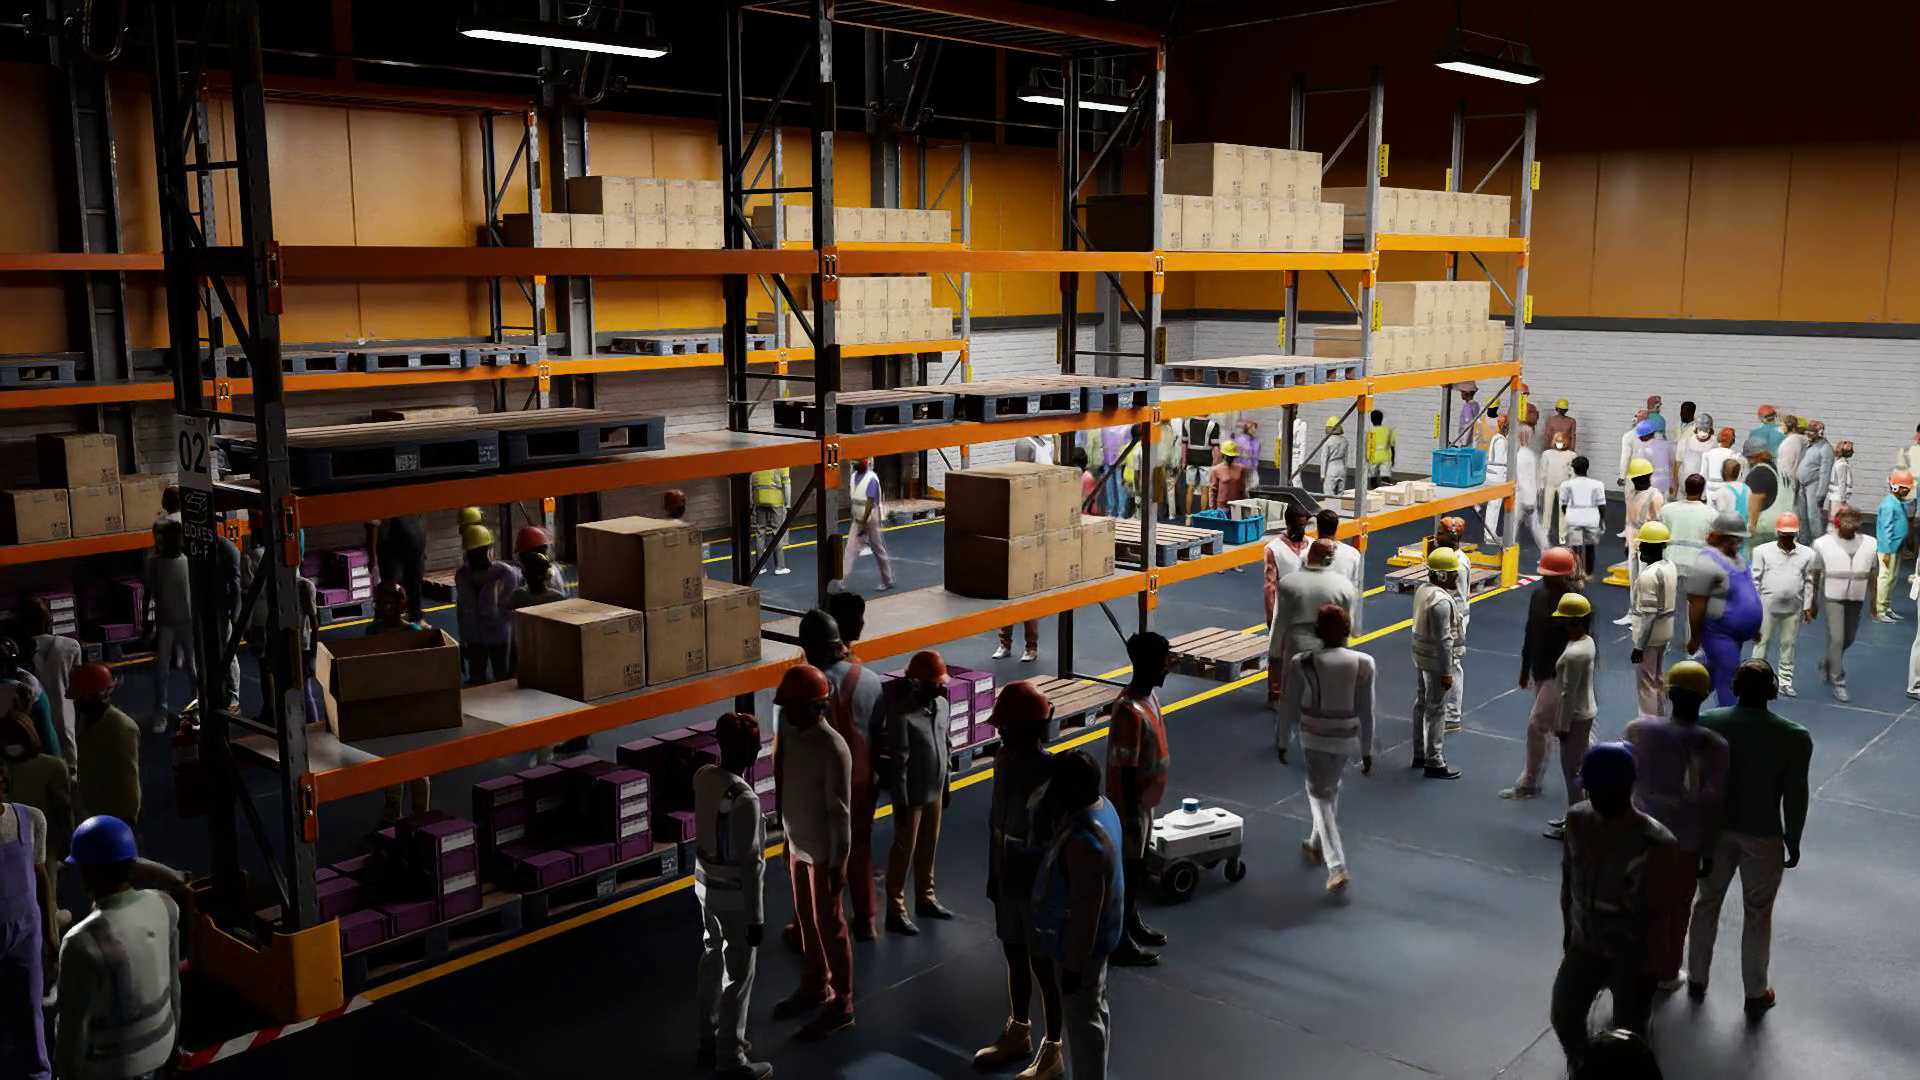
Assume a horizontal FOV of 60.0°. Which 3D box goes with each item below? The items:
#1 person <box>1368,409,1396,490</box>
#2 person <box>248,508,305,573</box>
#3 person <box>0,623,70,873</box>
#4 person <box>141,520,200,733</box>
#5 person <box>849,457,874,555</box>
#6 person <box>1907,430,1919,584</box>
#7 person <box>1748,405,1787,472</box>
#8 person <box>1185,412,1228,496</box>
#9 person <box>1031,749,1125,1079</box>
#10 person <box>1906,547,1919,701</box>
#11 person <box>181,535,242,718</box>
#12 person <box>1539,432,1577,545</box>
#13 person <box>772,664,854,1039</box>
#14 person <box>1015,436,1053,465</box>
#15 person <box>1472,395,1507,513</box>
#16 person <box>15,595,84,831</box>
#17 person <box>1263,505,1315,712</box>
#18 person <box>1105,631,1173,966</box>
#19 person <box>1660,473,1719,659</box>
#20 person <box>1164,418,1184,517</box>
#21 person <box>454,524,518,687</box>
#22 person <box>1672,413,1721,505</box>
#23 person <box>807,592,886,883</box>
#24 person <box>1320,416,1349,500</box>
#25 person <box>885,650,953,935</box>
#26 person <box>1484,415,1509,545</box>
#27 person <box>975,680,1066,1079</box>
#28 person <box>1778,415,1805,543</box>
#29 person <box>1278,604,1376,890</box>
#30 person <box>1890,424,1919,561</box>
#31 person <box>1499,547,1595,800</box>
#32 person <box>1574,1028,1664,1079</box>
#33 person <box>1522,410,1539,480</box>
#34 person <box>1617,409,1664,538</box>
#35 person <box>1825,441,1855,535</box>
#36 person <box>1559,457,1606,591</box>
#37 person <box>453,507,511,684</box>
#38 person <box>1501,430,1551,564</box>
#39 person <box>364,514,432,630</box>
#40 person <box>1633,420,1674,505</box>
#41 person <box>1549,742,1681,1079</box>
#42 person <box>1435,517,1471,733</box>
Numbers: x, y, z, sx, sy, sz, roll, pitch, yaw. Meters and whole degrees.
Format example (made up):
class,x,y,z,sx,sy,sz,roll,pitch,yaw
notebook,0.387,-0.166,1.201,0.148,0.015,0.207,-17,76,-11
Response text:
class,x,y,z,sx,sy,sz,roll,pitch,yaw
person,6.883,-1.309,27.245,0.549,1.660,0.782,0,10,-1
person,-7.147,0.203,17.441,0.388,1.919,0.594,7,12,38
person,-6.225,1.386,11.047,0.535,1.693,0.322,8,12,38
person,-6.809,0.748,14.406,0.560,1.850,0.364,-4,10,-25
person,-1.399,-0.658,23.126,0.309,1.736,0.484,-8,12,-39
person,12.190,-0.445,20.983,0.428,2.032,0.608,6,11,32
person,12.048,-1.004,24.591,0.788,1.951,0.424,9,13,43
person,4.443,-1.681,28.827,0.983,1.875,0.596,1,10,4
person,0.545,1.865,7.750,0.429,1.839,0.633,2,10,10
person,9.026,0.586,15.397,0.562,1.838,0.387,-6,11,-32
person,-6.668,0.641,14.761,0.635,1.937,0.352,2,10,12
person,8.609,-0.751,23.980,0.499,1.634,0.288,5,11,26
person,-0.786,1.620,8.789,0.409,1.986,0.621,-6,11,-31
person,1.044,-0.810,23.123,0.535,2.000,0.683,4,10,24
person,8.583,-1.382,26.883,0.589,1.923,0.383,3,10,20
person,-6.168,1.280,11.231,0.324,1.842,0.514,9,13,43
person,2.974,0.616,15.023,0.598,1.906,0.404,-6,11,-33
person,1.037,1.482,9.688,0.372,1.958,0.607,3,10,15
person,7.464,0.271,17.089,0.598,1.907,0.407,7,12,37
person,3.413,-1.340,26.611,0.636,1.932,0.570,-9,13,-42
person,-3.924,0.792,13.941,0.598,1.909,0.627,2,10,13
person,10.041,-0.726,22.617,0.680,2.000,0.535,7,12,34
person,-0.753,1.293,10.865,0.631,1.944,0.634,-7,12,-37
person,5.653,-1.006,25.209,0.486,1.728,0.378,-4,10,-24
person,-0.218,1.516,10.130,0.371,1.742,0.566,7,12,36
person,7.772,-0.870,23.988,0.355,1.876,0.574,2,10,12
person,0.310,1.688,8.198,0.386,2.041,0.615,-6,11,-33
person,11.631,-0.791,23.346,0.363,1.933,0.631,8,12,39
person,2.427,1.336,10.911,0.587,1.845,0.953,-1,10,-7
person,12.883,-0.617,22.311,0.758,1.919,0.615,7,12,35
person,4.577,0.996,12.629,0.924,1.951,0.619,-2,10,-13
person,1.837,2.321,4.794,0.627,1.925,0.427,6,11,34
person,9.423,-1.358,27.637,0.364,1.615,0.515,2,10,9
person,9.966,-0.965,24.445,0.638,1.910,0.407,-2,10,-11
person,11.995,-0.537,22.682,0.311,1.642,0.512,3,10,19
person,7.747,-0.218,20.747,0.533,1.642,0.775,2,10,13
person,-4.612,0.522,16.048,0.478,1.750,0.552,-4,10,-23
person,7.595,-0.558,22.239,0.844,1.852,0.661,4,11,25
person,-6.070,0.065,17.899,0.576,2.000,0.865,6,11,30
person,9.637,-0.719,23.026,0.781,1.897,0.435,-5,11,-26
person,2.964,1.850,7.588,0.479,1.925,0.645,-6,11,-32
person,4.222,0.727,14.416,0.355,1.882,0.576,1,10,4
